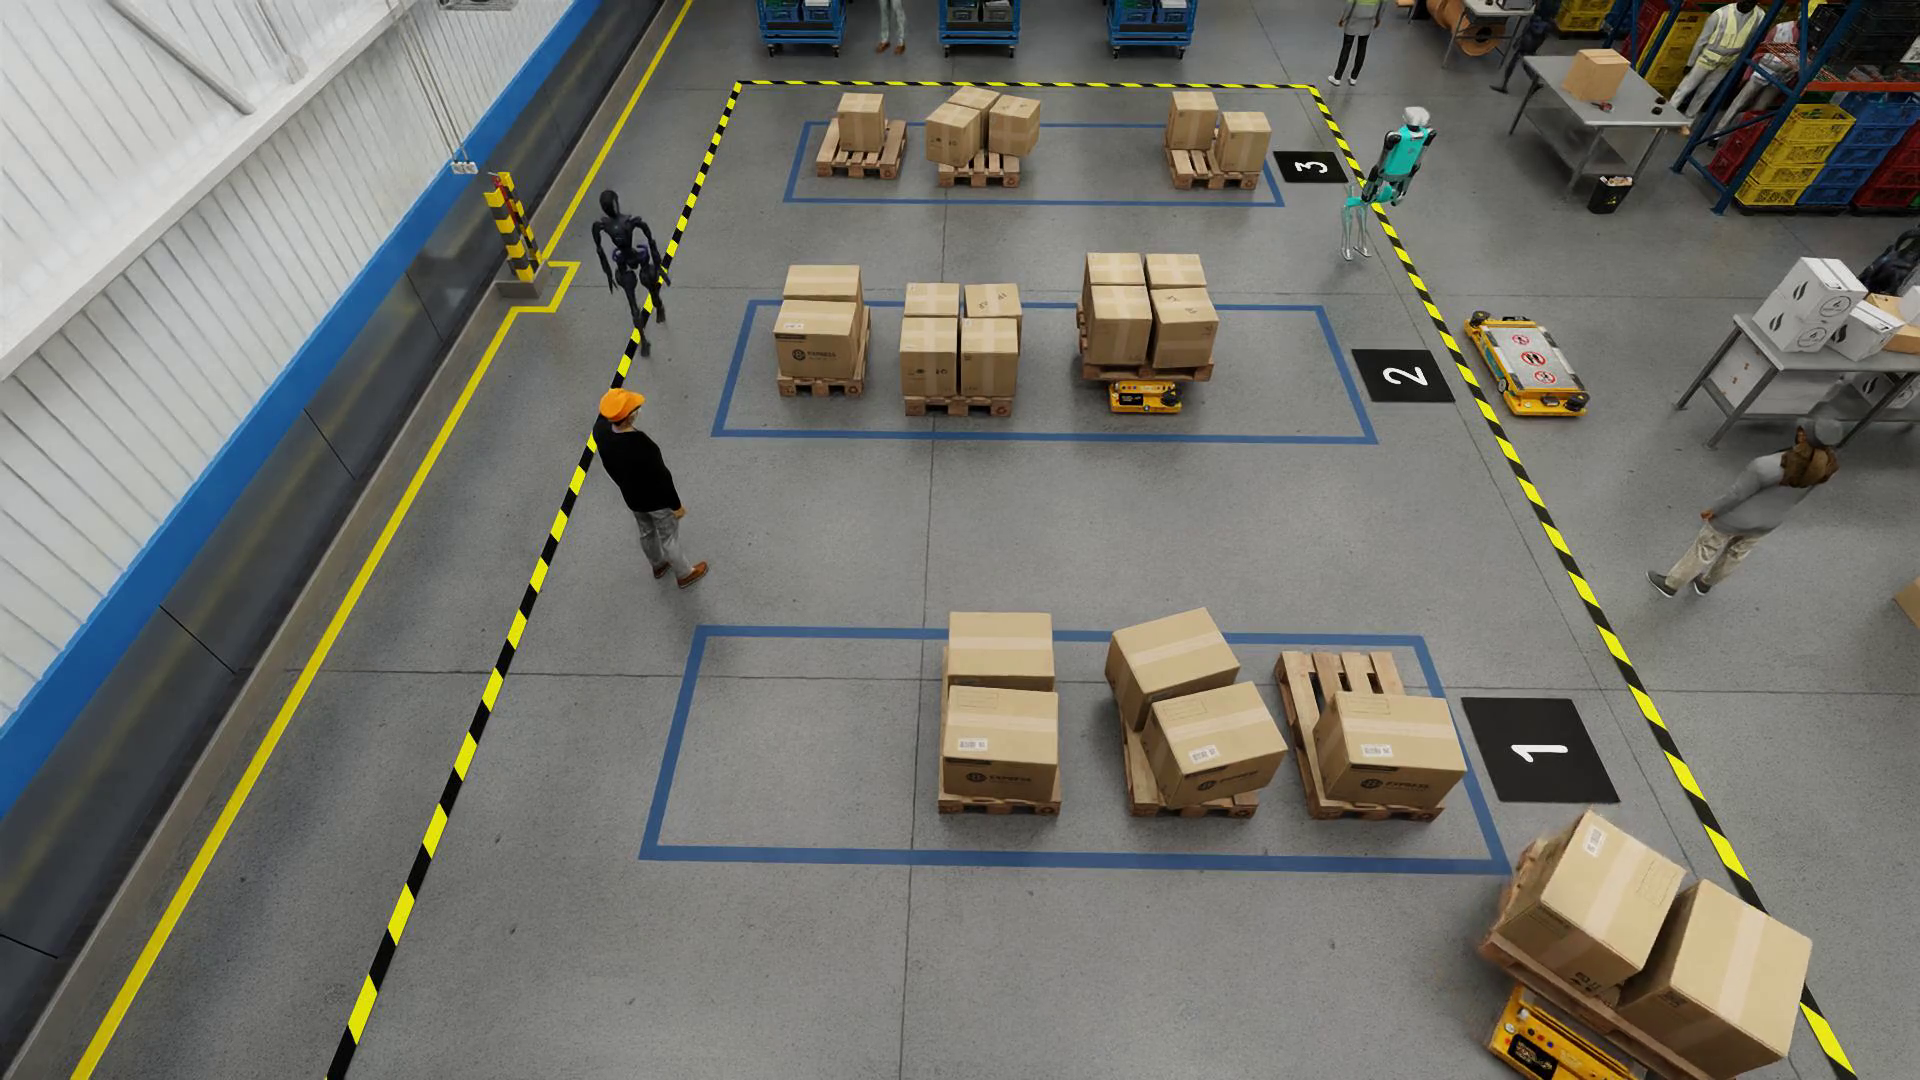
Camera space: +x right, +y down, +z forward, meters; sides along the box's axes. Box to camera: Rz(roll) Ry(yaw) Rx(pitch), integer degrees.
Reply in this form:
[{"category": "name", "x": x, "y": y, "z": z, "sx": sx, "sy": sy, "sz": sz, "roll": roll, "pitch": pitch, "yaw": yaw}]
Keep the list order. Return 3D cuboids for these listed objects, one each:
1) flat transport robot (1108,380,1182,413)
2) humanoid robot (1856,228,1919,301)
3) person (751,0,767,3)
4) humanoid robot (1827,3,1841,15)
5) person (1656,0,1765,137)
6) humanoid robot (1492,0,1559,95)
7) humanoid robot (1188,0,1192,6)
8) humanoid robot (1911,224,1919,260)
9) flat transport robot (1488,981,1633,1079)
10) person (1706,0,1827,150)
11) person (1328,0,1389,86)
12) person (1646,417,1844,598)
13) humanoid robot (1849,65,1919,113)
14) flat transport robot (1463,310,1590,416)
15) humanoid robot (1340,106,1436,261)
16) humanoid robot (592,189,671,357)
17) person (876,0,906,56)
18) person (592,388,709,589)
[{"category": "flat transport robot", "x": 1.773, "y": -1.807, "z": 9.079, "sx": 0.652, "sy": 0.197, "sz": 1.431, "roll": 1, "pitch": 49, "yaw": 1}, {"category": "humanoid robot", "x": 8.288, "y": -2.160, "z": 8.496, "sx": 0.786, "sy": 1.618, "sz": 0.589, "roll": 13, "pitch": 50, "yaw": 11}, {"category": "person", "x": -3.380, "y": -9.882, "z": 14.964, "sx": 0.611, "sy": 1.963, "sz": 0.362, "roll": 8, "pitch": 50, "yaw": 7}, {"category": "humanoid robot", "x": 13.234, "y": -8.108, "z": 13.611, "sx": 1.062, "sy": 1.758, "sz": 0.558, "roll": -6, "pitch": 49, "yaw": -5}, {"category": "person", "x": 9.715, "y": -6.156, "z": 11.831, "sx": 0.617, "sy": 1.836, "sz": 0.431, "roll": 6, "pitch": 49, "yaw": 5}, {"category": "humanoid robot", "x": 8.001, "y": -6.981, "z": 12.660, "sx": 0.610, "sy": 1.636, "sz": 0.610, "roll": -29, "pitch": 55, "yaw": -23}, {"category": "humanoid robot", "x": 3.701, "y": -9.473, "z": 14.842, "sx": 0.601, "sy": 1.628, "sz": 0.819, "roll": 17, "pitch": 51, "yaw": 14}, {"category": "humanoid robot", "x": 10.929, "y": -3.796, "z": 9.883, "sx": 0.335, "sy": 1.651, "sz": 0.595, "roll": -21, "pitch": 52, "yaw": -17}, {"category": "flat transport robot", "x": 3.674, "y": 2.550, "z": 5.307, "sx": 0.652, "sy": 0.197, "sz": 1.431, "roll": 32, "pitch": 56, "yaw": 25}, {"category": "person", "x": 10.191, "y": -5.815, "z": 11.530, "sx": 0.588, "sy": 1.834, "sz": 0.403, "roll": 16, "pitch": 51, "yaw": 14}, {"category": "person", "x": 5.645, "y": -7.385, "z": 12.879, "sx": 0.596, "sy": 1.849, "sz": 0.394, "roll": -1, "pitch": 49, "yaw": -1}, {"category": "person", "x": 5.770, "y": -0.192, "z": 6.706, "sx": 0.563, "sy": 1.770, "sz": 0.396, "roll": -1, "pitch": 49, "yaw": -1}, {"category": "humanoid robot", "x": 11.300, "y": -5.540, "z": 11.393, "sx": 1.014, "sy": 1.778, "sz": 0.532, "roll": -5, "pitch": 49, "yaw": -4}, {"category": "flat transport robot", "x": 5.573, "y": -1.757, "z": 9.054, "sx": 0.659, "sy": 0.231, "sz": 1.431, "roll": 1, "pitch": 49, "yaw": 1}, {"category": "humanoid robot", "x": 4.462, "y": -3.849, "z": 9.808, "sx": 0.533, "sy": 1.672, "sz": 0.735, "roll": -11, "pitch": 50, "yaw": -9}, {"category": "humanoid robot", "x": -3.165, "y": -2.657, "z": 8.945, "sx": 0.595, "sy": 1.646, "sz": 0.788, "roll": -7, "pitch": 50, "yaw": -6}, {"category": "person", "x": -1.037, "y": -8.250, "z": 13.572, "sx": 0.628, "sy": 1.936, "sz": 0.371, "roll": 20, "pitch": 52, "yaw": 17}, {"category": "person", "x": -2.294, "y": -0.358, "z": 6.775, "sx": 0.589, "sy": 1.882, "sz": 0.380, "roll": 23, "pitch": 53, "yaw": 18}]
